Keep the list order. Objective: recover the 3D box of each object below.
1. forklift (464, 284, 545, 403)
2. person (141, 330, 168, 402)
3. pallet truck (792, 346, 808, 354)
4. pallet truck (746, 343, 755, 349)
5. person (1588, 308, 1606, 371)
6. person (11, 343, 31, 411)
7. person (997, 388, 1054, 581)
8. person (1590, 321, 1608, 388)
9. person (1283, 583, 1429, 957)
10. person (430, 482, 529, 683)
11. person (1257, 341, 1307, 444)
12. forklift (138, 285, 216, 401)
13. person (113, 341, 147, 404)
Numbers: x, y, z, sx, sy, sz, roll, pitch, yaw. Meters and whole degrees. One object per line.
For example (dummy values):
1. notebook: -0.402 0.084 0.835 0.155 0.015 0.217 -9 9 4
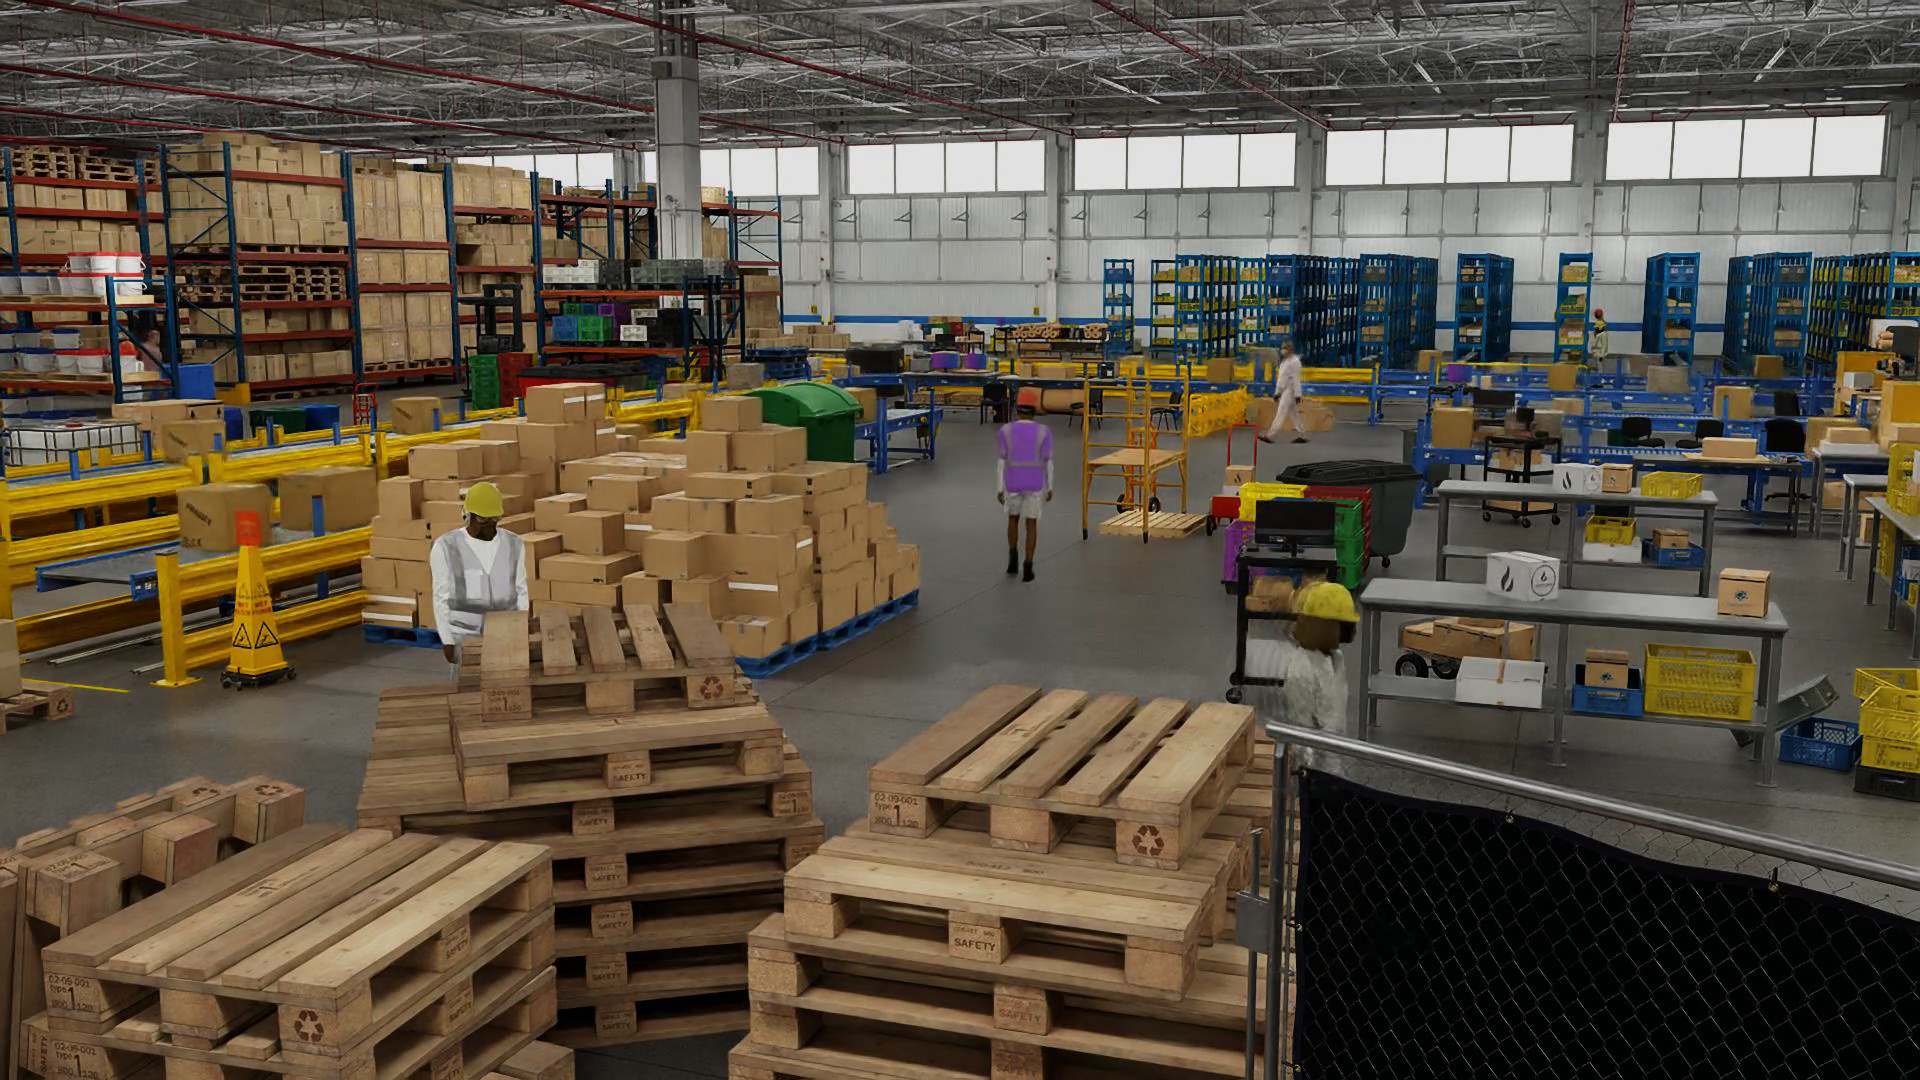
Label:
1. forklift: -10.832 -4.702 39.610 1.129 2.768 1.873 3 10 20
2. person: -16.915 -3.476 35.050 0.766 1.872 0.685 -1 9 -6
3. pallet truck: -3.705 -4.298 42.022 0.653 1.274 1.630 3 10 20
4. pallet truck: -6.183 -4.618 44.264 1.601 1.201 0.680 -9 12 -43
5. person: 20.327 -6.381 52.987 0.416 1.988 0.648 0 9 2
6. person: -19.910 -3.355 35.162 0.830 1.588 0.519 4 10 25
7. person: 0.663 -0.566 16.684 0.558 1.910 0.762 1 9 7
8. person: 17.096 -4.951 44.490 0.403 1.823 0.586 1 9 8
9. person: 1.607 1.026 7.356 0.923 1.690 0.513 7 11 37
10. person: -2.865 0.547 10.015 0.580 1.816 0.422 -6 11 -34
11. person: 5.831 -2.648 29.934 1.013 1.848 0.664 -1 9 -8
12. forklift: -17.480 -4.200 36.461 1.873 2.768 1.129 3 10 19
13. person: -14.131 -2.429 28.341 0.388 1.930 0.539 8 12 42
